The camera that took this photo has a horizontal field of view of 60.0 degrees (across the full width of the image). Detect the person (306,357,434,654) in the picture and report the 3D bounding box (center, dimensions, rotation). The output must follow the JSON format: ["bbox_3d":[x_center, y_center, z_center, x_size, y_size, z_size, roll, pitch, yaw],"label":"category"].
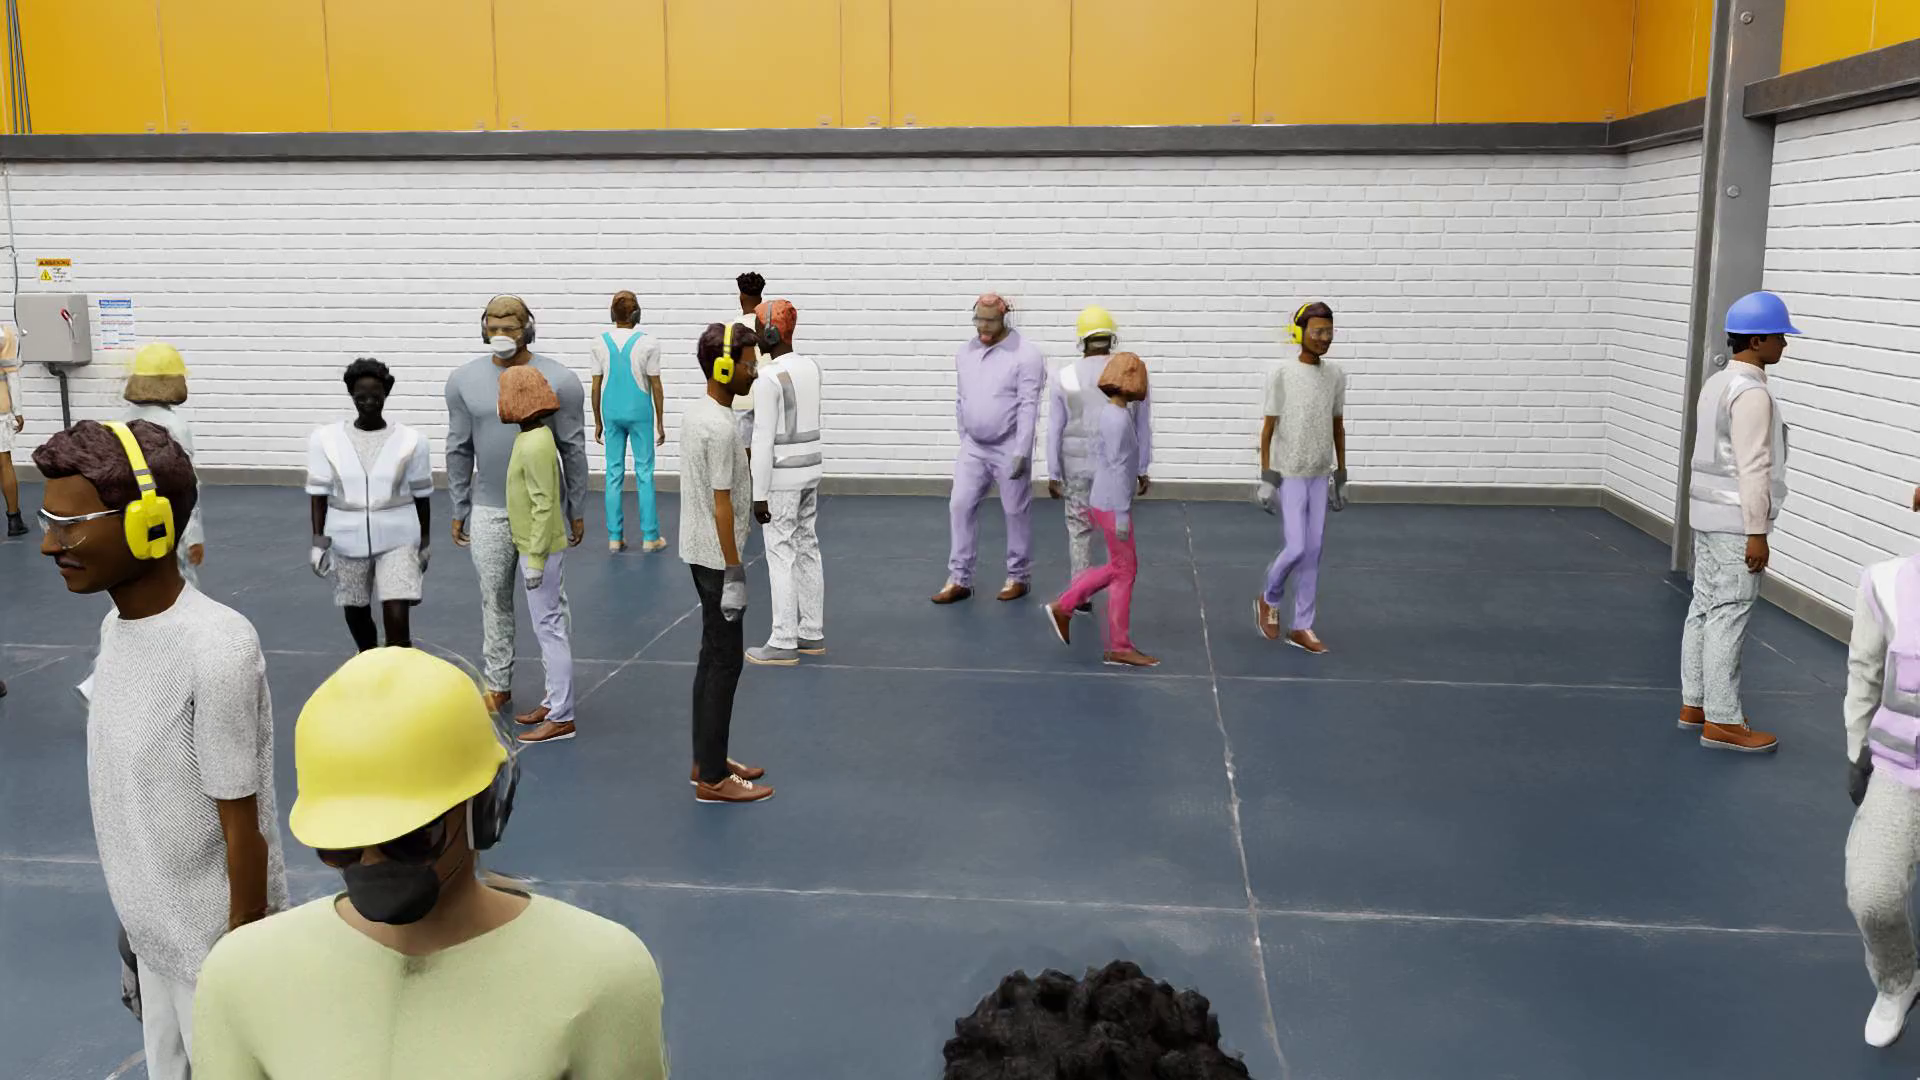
[{"bbox_3d":[-2.639,-0.004,7.505,0.531,1.665,0.813,-2,10,-12],"label":"person"}]

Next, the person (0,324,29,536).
[{"bbox_3d":[-7.239,-0.976,12.297,0.550,1.935,0.376,-5,11,-26],"label":"person"}]

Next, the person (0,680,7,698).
[{"bbox_3d":[-4.769,-0.172,7.698,0.552,1.933,0.372,-4,11,-22],"label":"person"}]

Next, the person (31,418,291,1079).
[{"bbox_3d":[-1.312,0.719,2.822,0.510,1.861,0.323,9,13,42],"label":"person"}]

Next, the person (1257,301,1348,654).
[{"bbox_3d":[1.828,-0.326,8.802,0.544,1.856,0.412,-4,11,-23],"label":"person"}]

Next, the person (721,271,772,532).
[{"bbox_3d":[-1.564,-1.041,12.586,0.613,1.963,0.361,-5,11,-25],"label":"person"}]

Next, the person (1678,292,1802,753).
[{"bbox_3d":[3.334,-0.082,7.143,0.389,1.949,0.604,1,10,7],"label":"person"}]

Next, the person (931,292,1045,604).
[{"bbox_3d":[0.170,-0.532,9.949,0.644,1.872,0.768,6,12,31],"label":"person"}]

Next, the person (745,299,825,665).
[{"bbox_3d":[-0.897,-0.291,8.557,0.358,1.876,0.575,5,11,24],"label":"person"}]

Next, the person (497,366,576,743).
[{"bbox_3d":[-1.843,0.060,7.232,0.269,1.632,0.505,-3,10,-14],"label":"person"}]

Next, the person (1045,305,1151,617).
[{"bbox_3d":[0.787,-0.428,9.495,0.616,1.812,0.527,-1,10,-7],"label":"person"}]

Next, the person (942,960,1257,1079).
[{"bbox_3d":[0.075,1.084,1.301,0.536,1.663,0.851,-1,10,-4],"label":"person"}]

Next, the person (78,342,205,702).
[{"bbox_3d":[-3.697,-0.041,7.595,0.492,1.717,0.803,7,12,33],"label":"person"}]

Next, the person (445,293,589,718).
[{"bbox_3d":[-2.001,-0.144,7.553,0.639,1.934,0.369,0,10,1],"label":"person"}]

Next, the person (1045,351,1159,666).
[{"bbox_3d":[0.744,-0.161,8.547,0.514,1.617,0.518,1,10,4],"label":"person"}]

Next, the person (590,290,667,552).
[{"bbox_3d":[-2.332,-0.827,11.706,0.507,1.845,0.339,1,10,5],"label":"person"}]

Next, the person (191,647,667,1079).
[{"bbox_3d":[-0.599,0.943,1.953,0.528,1.710,0.940,0,10,0],"label":"person"}]

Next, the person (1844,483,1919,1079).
[{"bbox_3d":[2.450,0.609,4.131,0.366,1.625,0.520,-10,14,-43],"label":"person"}]

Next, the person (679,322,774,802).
[{"bbox_3d":[-0.910,0.094,6.417,0.333,1.857,0.528,-3,10,-19],"label":"person"}]
